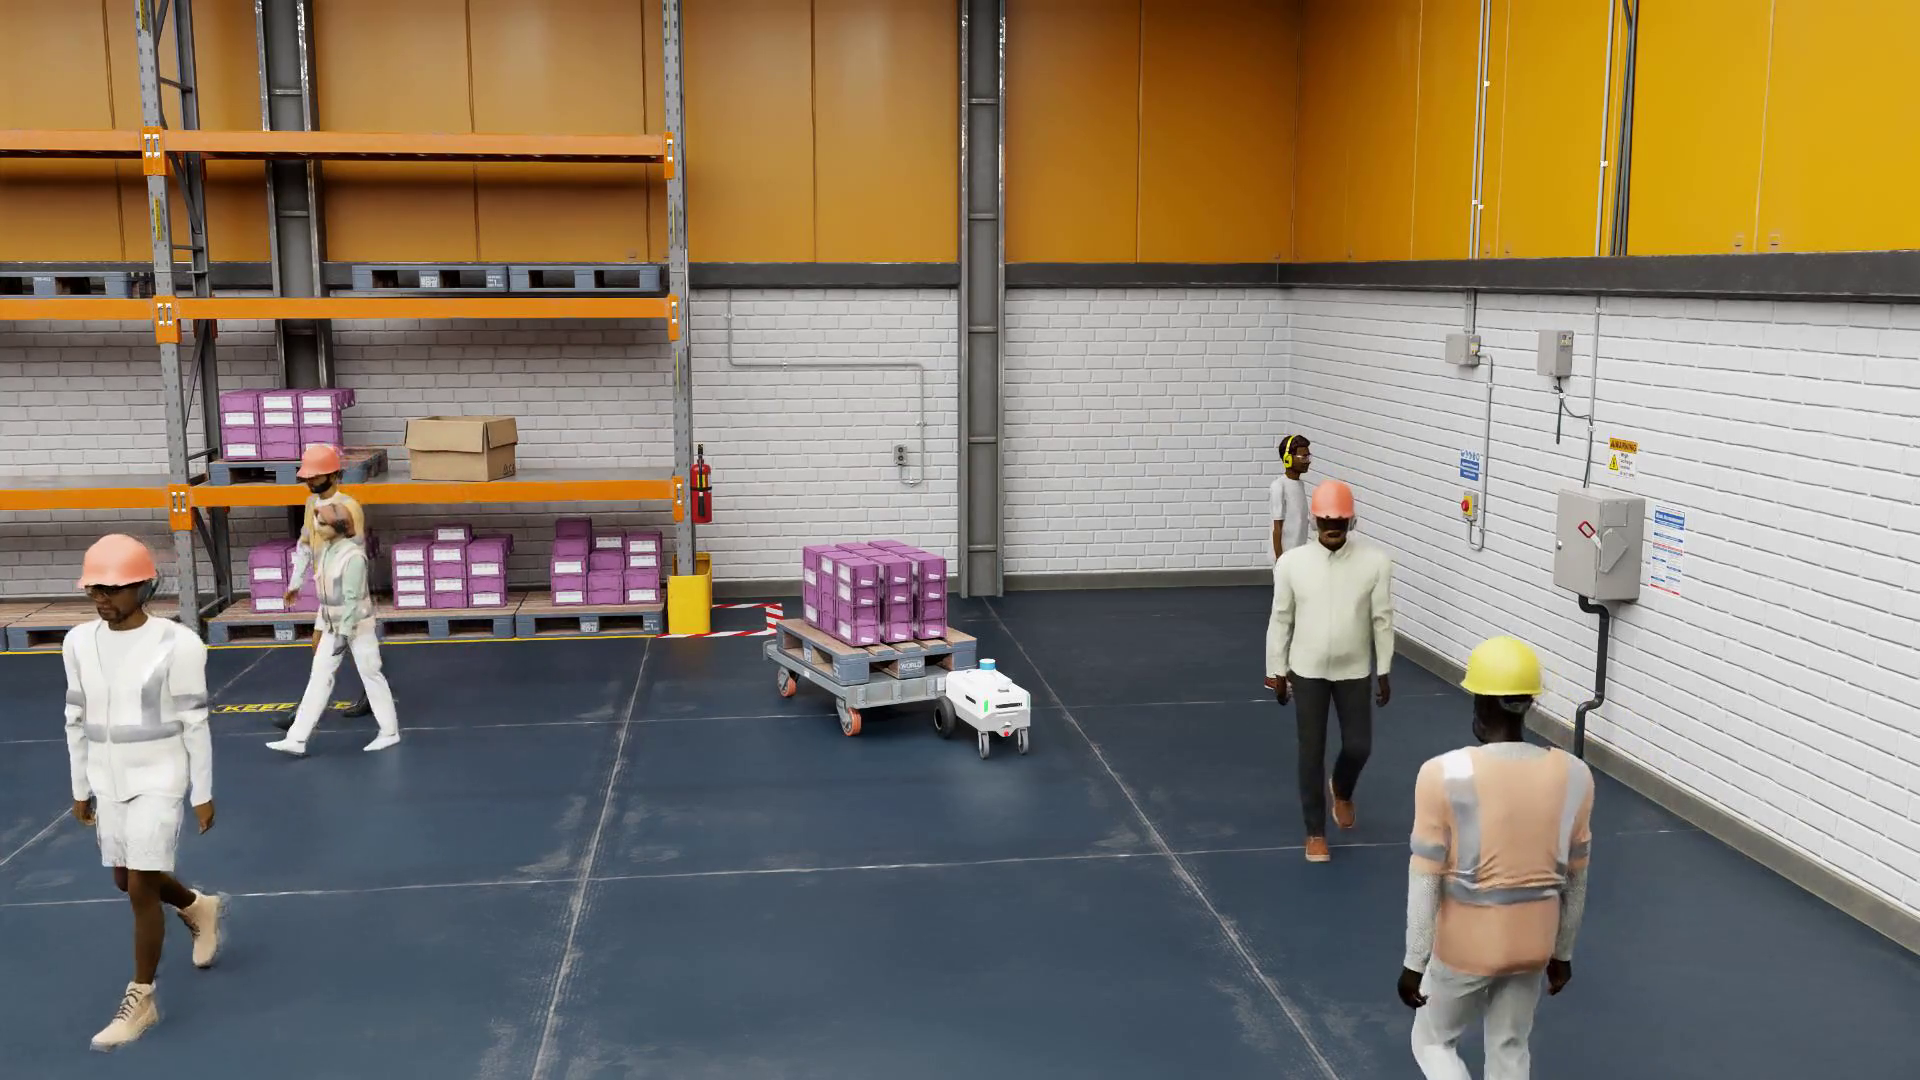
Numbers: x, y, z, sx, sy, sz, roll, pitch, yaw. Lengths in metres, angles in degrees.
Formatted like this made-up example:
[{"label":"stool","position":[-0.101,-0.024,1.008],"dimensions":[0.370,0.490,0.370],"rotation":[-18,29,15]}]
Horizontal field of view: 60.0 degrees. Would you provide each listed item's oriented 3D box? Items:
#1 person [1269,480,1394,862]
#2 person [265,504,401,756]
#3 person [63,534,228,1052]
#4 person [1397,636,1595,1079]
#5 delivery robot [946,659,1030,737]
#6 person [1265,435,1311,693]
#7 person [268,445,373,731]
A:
[{"label":"person","position":[1.926,0.661,8.669],"dimensions":[0.637,1.983,0.542],"rotation":[1,9,8]},{"label":"person","position":[-3.909,0.582,10.367],"dimensions":[0.518,1.600,0.836],"rotation":[8,12,40]},{"label":"person","position":[-3.296,0.951,6.777],"dimensions":[0.615,2.020,0.879],"rotation":[2,9,11]},{"label":"person","position":[1.664,1.251,5.199],"dimensions":[0.616,1.913,0.449],"rotation":[-2,9,-10]},{"label":"delivery robot","position":[0.176,1.007,10.664],"dimensions":[0.477,0.478,0.707],"rotation":[-3,10,-21]},{"label":"person","position":[2.413,0.166,12.114],"dimensions":[0.328,1.872,0.509],"rotation":[5,10,28]},{"label":"person","position":[-4.282,0.313,11.099],"dimensions":[0.947,1.889,0.559],"rotation":[-8,12,-42]}]
